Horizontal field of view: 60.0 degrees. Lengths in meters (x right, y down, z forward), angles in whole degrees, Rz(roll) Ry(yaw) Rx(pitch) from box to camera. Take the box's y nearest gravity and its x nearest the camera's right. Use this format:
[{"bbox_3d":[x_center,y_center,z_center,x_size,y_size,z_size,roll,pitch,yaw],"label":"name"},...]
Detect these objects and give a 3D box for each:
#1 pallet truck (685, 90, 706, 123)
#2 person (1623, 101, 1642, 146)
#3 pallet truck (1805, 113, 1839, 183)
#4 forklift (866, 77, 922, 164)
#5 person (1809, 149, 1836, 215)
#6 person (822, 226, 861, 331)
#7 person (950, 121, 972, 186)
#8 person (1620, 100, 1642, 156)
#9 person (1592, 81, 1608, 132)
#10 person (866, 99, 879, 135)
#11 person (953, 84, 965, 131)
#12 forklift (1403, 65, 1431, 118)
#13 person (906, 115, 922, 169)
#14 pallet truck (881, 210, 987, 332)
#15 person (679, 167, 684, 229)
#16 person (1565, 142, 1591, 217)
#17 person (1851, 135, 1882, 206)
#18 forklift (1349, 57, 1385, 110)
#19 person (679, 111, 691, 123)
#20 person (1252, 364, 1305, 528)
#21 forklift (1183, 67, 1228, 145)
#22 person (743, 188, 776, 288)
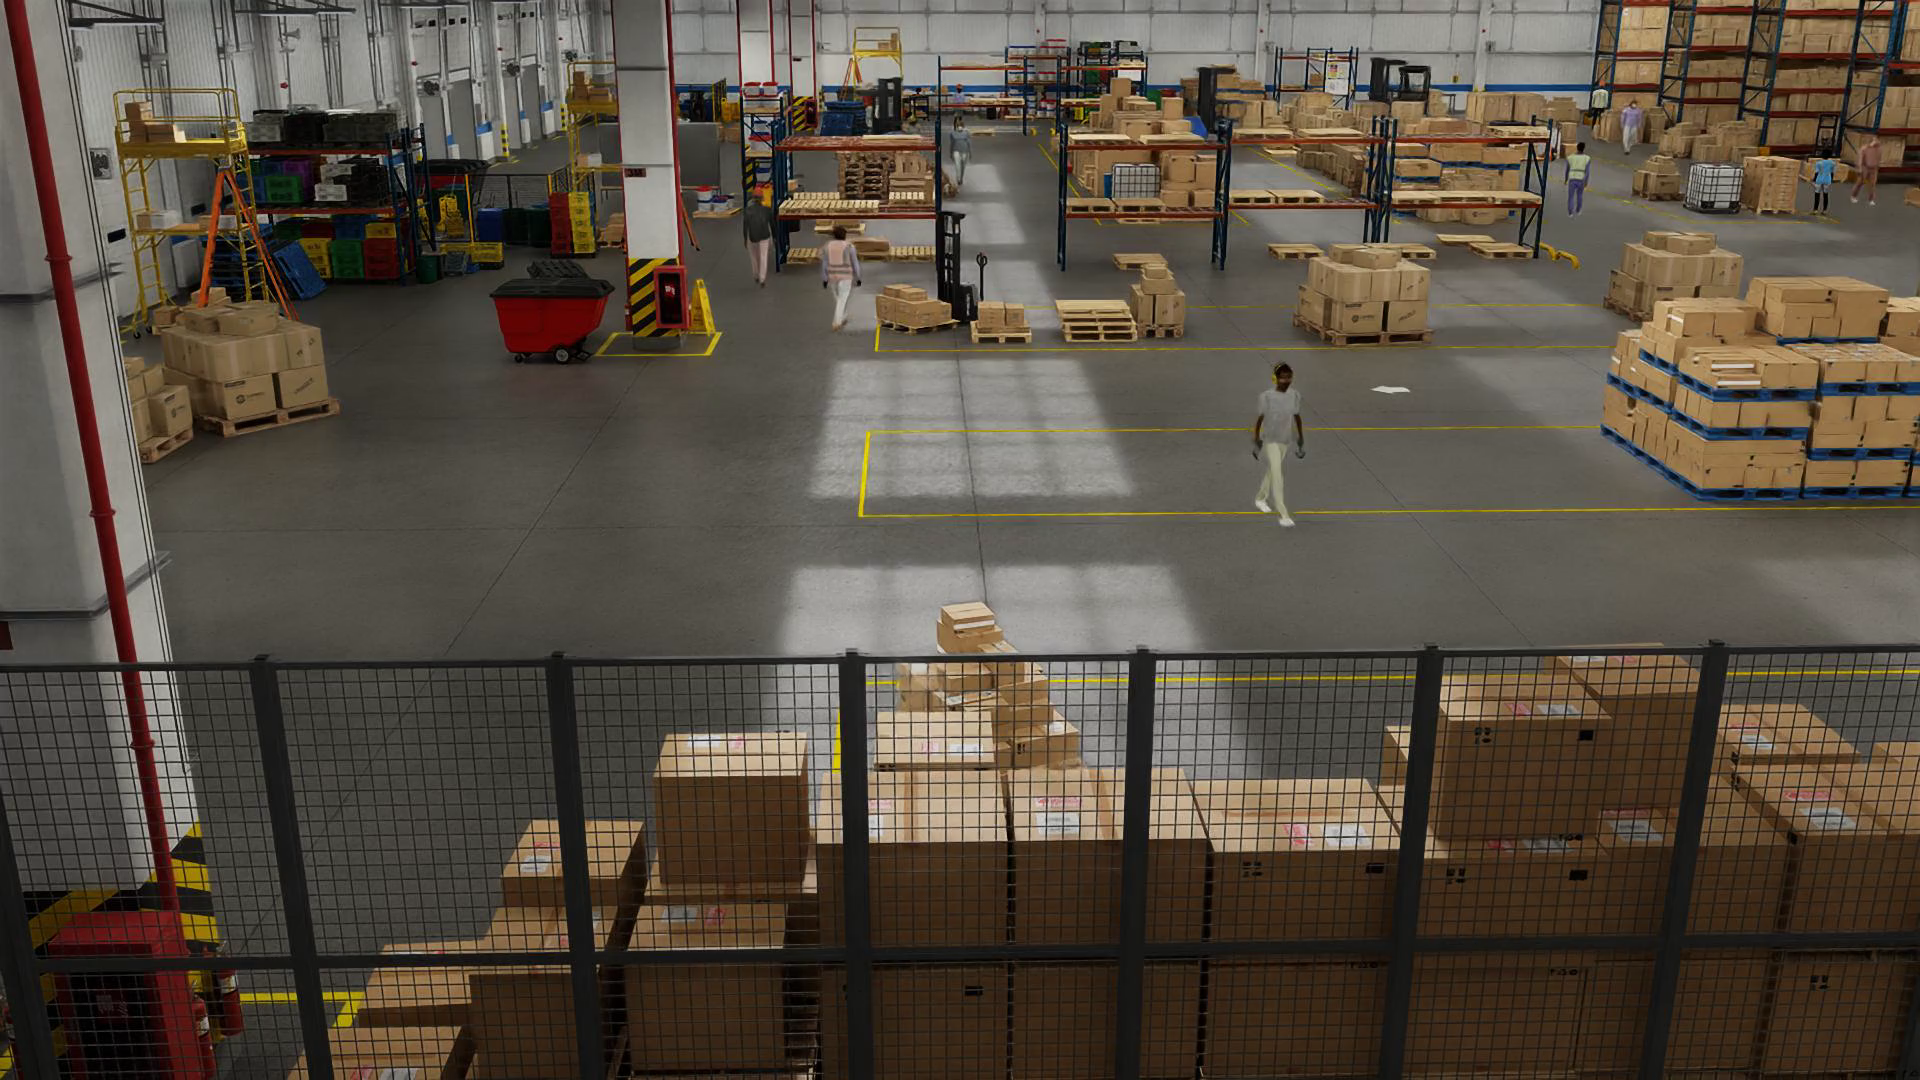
[{"bbox_3d":[-9.671,-15.907,62.421,0.823,1.965,1.885,5,19,15],"label":"pallet truck"},{"bbox_3d":[24.977,-15.410,61.526,0.745,1.606,0.546,4,19,11],"label":"person"},{"bbox_3d":[26.403,-11.957,50.702,0.823,1.965,1.885,6,19,16],"label":"pallet truck"},{"bbox_3d":[-2.259,-13.811,54.842,1.873,2.768,1.129,13,22,33],"label":"forklift"},{"bbox_3d":[22.510,-9.338,43.392,0.540,1.698,0.317,-1,19,-3],"label":"person"},{"bbox_3d":[-2.095,-4.603,29.222,0.637,1.792,0.982,7,20,20],"label":"person"},{"bbox_3d":[0.018,-11.576,49.739,0.644,1.900,0.999,-2,19,-5],"label":"person"},{"bbox_3d":[23.446,-14.382,58.060,0.655,1.888,0.985,3,19,9],"label":"person"},{"bbox_3d":[25.791,-17.475,67.076,0.611,1.996,0.378,12,22,31],"label":"person"},{"bbox_3d":[-3.015,-14.642,58.760,0.627,1.940,0.372,-2,19,-6],"label":"person"},{"bbox_3d":[-0.035,-17.249,66.494,0.543,1.939,0.361,-11,22,-30],"label":"person"},{"bbox_3d":[17.086,-16.383,62.474,1.129,2.768,1.873,8,20,22],"label":"forklift"},{"bbox_3d":[-1.468,-12.816,53.650,0.585,1.731,0.367,-11,22,-30],"label":"person"},{"bbox_3d":[-0.493,-4.759,29.349,1.885,1.965,0.823,-13,23,-34],"label":"pallet truck"},{"bbox_3d":[-7.029,-8.553,40.774,0.355,1.887,0.573,11,21,29],"label":"person"},{"bbox_3d":[16.057,-9.390,43.279,0.596,1.881,0.932,8,20,22],"label":"person"},{"bbox_3d":[24.859,-10.149,45.556,0.657,1.865,0.976,-1,19,-2],"label":"person"},{"bbox_3d":[17.144,-18.481,68.698,1.873,2.768,1.129,-1,19,-1],"label":"forklift"},{"bbox_3d":[-9.487,-13.949,57.207,0.705,1.617,0.525,15,24,38],"label":"person"},{"bbox_3d":[3.613,-1.106,18.789,0.542,1.819,0.973,-7,20,-19],"label":"person"},{"bbox_3d":[8.914,-15.889,61.007,1.873,2.768,1.129,-1,19,-2],"label":"forklift"},{"bbox_3d":[-4.005,-6.063,33.313,0.647,1.937,1.036,-2,19,-6],"label":"person"}]
